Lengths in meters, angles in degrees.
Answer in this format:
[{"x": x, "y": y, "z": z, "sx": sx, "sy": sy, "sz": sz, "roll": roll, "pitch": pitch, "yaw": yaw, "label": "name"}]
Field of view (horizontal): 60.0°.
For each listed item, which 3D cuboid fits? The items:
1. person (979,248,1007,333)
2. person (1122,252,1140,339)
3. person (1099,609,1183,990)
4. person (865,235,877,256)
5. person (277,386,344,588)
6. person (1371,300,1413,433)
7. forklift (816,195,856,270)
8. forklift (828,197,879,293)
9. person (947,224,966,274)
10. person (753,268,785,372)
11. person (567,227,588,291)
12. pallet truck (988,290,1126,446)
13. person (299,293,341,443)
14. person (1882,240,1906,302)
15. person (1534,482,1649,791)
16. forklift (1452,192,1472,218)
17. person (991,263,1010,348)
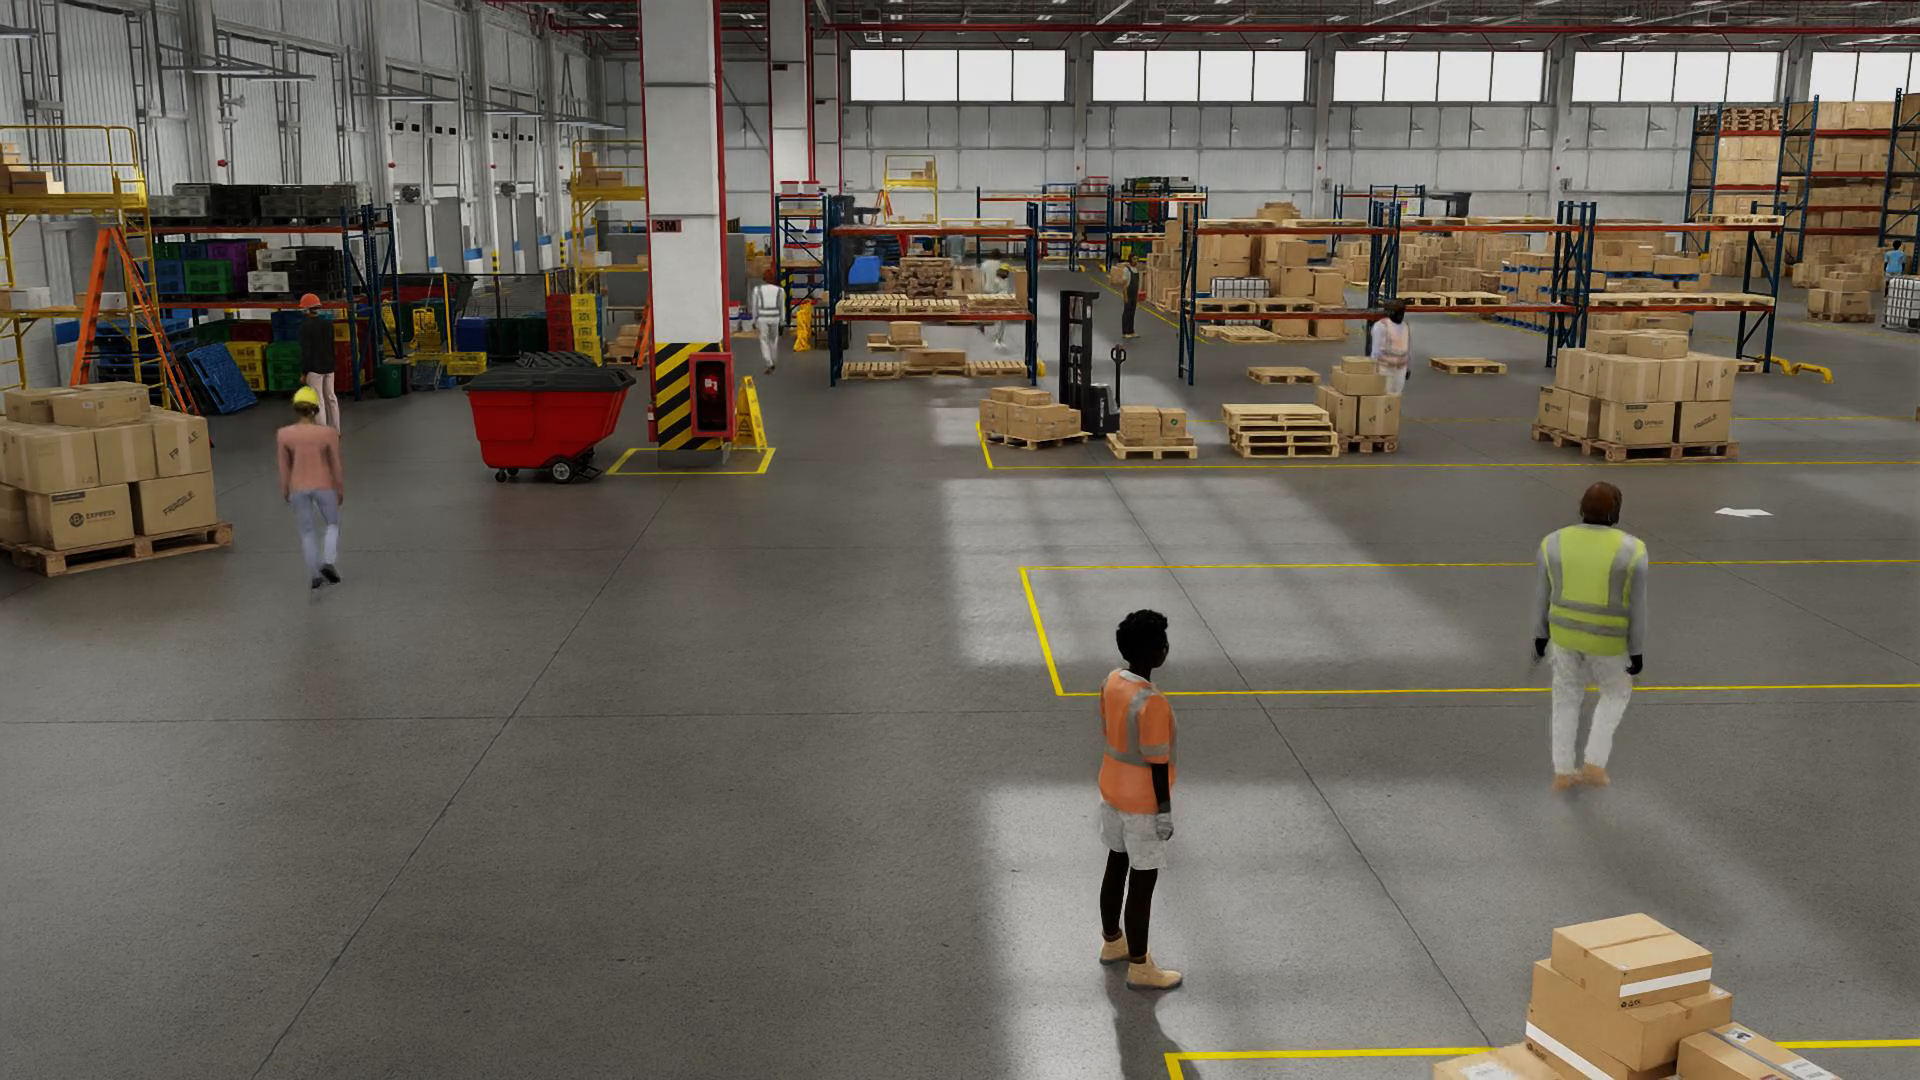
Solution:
[{"x": 0.724, "y": -5.499, "z": 36.768, "sx": 0.636, "sy": 1.913, "sz": 0.841, "roll": 6, "pitch": 14, "yaw": 24, "label": "person"}, {"x": 3.696, "y": -5.268, "z": 35.859, "sx": 0.344, "sy": 1.847, "sz": 0.504, "roll": 10, "pitch": 16, "yaw": 38, "label": "person"}, {"x": 0.787, "y": 1.131, "z": 7.312, "sx": 0.318, "sy": 1.697, "sz": 0.535, "roll": -5, "pitch": 13, "yaw": -20, "label": "person"}, {"x": -2.884, "y": -9.147, "z": 53.911, "sx": 0.720, "sy": 1.605, "sz": 0.533, "roll": 11, "pitch": 17, "yaw": 41, "label": "person"}, {"x": -5.576, "y": -0.450, "z": 14.332, "sx": 0.525, "sy": 1.755, "sz": 0.358, "roll": -3, "pitch": 13, "yaw": -12, "label": "person"}, {"x": 5.934, "y": -2.376, "z": 22.839, "sx": 0.654, "sy": 1.829, "sz": 0.437, "roll": -5, "pitch": 13, "yaw": -22, "label": "person"}, {"x": -3.663, "y": -9.509, "z": 52.653, "sx": 1.873, "sy": 2.768, "sz": 1.129, "roll": -7, "pitch": 14, "yaw": -29, "label": "forklift"}, {"x": -3.427, "y": -8.677, "z": 48.896, "sx": 1.873, "sy": 2.768, "sz": 1.129, "roll": -8, "pitch": 15, "yaw": -31, "label": "forklift"}, {"x": -0.098, "y": -9.026, "z": 52.655, "sx": 0.644, "sy": 1.916, "sz": 0.611, "roll": 4, "pitch": 13, "yaw": 17, "label": "person"}, {"x": -3.404, "y": -3.920, "z": 29.727, "sx": 0.578, "sy": 1.866, "sz": 0.802, "roll": -3, "pitch": 13, "yaw": -14, "label": "person"}, {"x": -11.629, "y": -8.542, "z": 50.468, "sx": 0.544, "sy": 1.922, "sz": 0.689, "roll": 4, "pitch": 13, "yaw": 18, "label": "person"}, {"x": 1.257, "y": -2.299, "z": 22.111, "sx": 1.885, "sy": 1.965, "sz": 0.823, "roll": -9, "pitch": 15, "yaw": -35, "label": "pallet truck"}, {"x": -8.414, "y": -2.225, "z": 21.778, "sx": 0.379, "sy": 1.996, "sz": 0.609, "roll": 4, "pitch": 13, "yaw": 19, "label": "person"}, {"x": 25.722, "y": -7.396, "z": 45.807, "sx": 0.542, "sy": 1.696, "sz": 0.316, "roll": 5, "pitch": 13, "yaw": 21, "label": "person"}, {"x": 3.609, "y": 0.568, "z": 9.547, "sx": 0.657, "sy": 1.823, "sz": 0.475, "roll": 9, "pitch": 16, "yaw": 37, "label": "person"}, {"x": 18.041, "y": -11.132, "z": 59.984, "sx": 1.873, "sy": 2.768, "sz": 1.129, "roll": 0, "pitch": 12, "yaw": -2, "label": "forklift"}, {"x": 0.820, "y": -4.790, "z": 34.012, "sx": 0.368, "sy": 1.715, "sz": 0.547, "roll": 8, "pitch": 15, "yaw": 32, "label": "person"}]
